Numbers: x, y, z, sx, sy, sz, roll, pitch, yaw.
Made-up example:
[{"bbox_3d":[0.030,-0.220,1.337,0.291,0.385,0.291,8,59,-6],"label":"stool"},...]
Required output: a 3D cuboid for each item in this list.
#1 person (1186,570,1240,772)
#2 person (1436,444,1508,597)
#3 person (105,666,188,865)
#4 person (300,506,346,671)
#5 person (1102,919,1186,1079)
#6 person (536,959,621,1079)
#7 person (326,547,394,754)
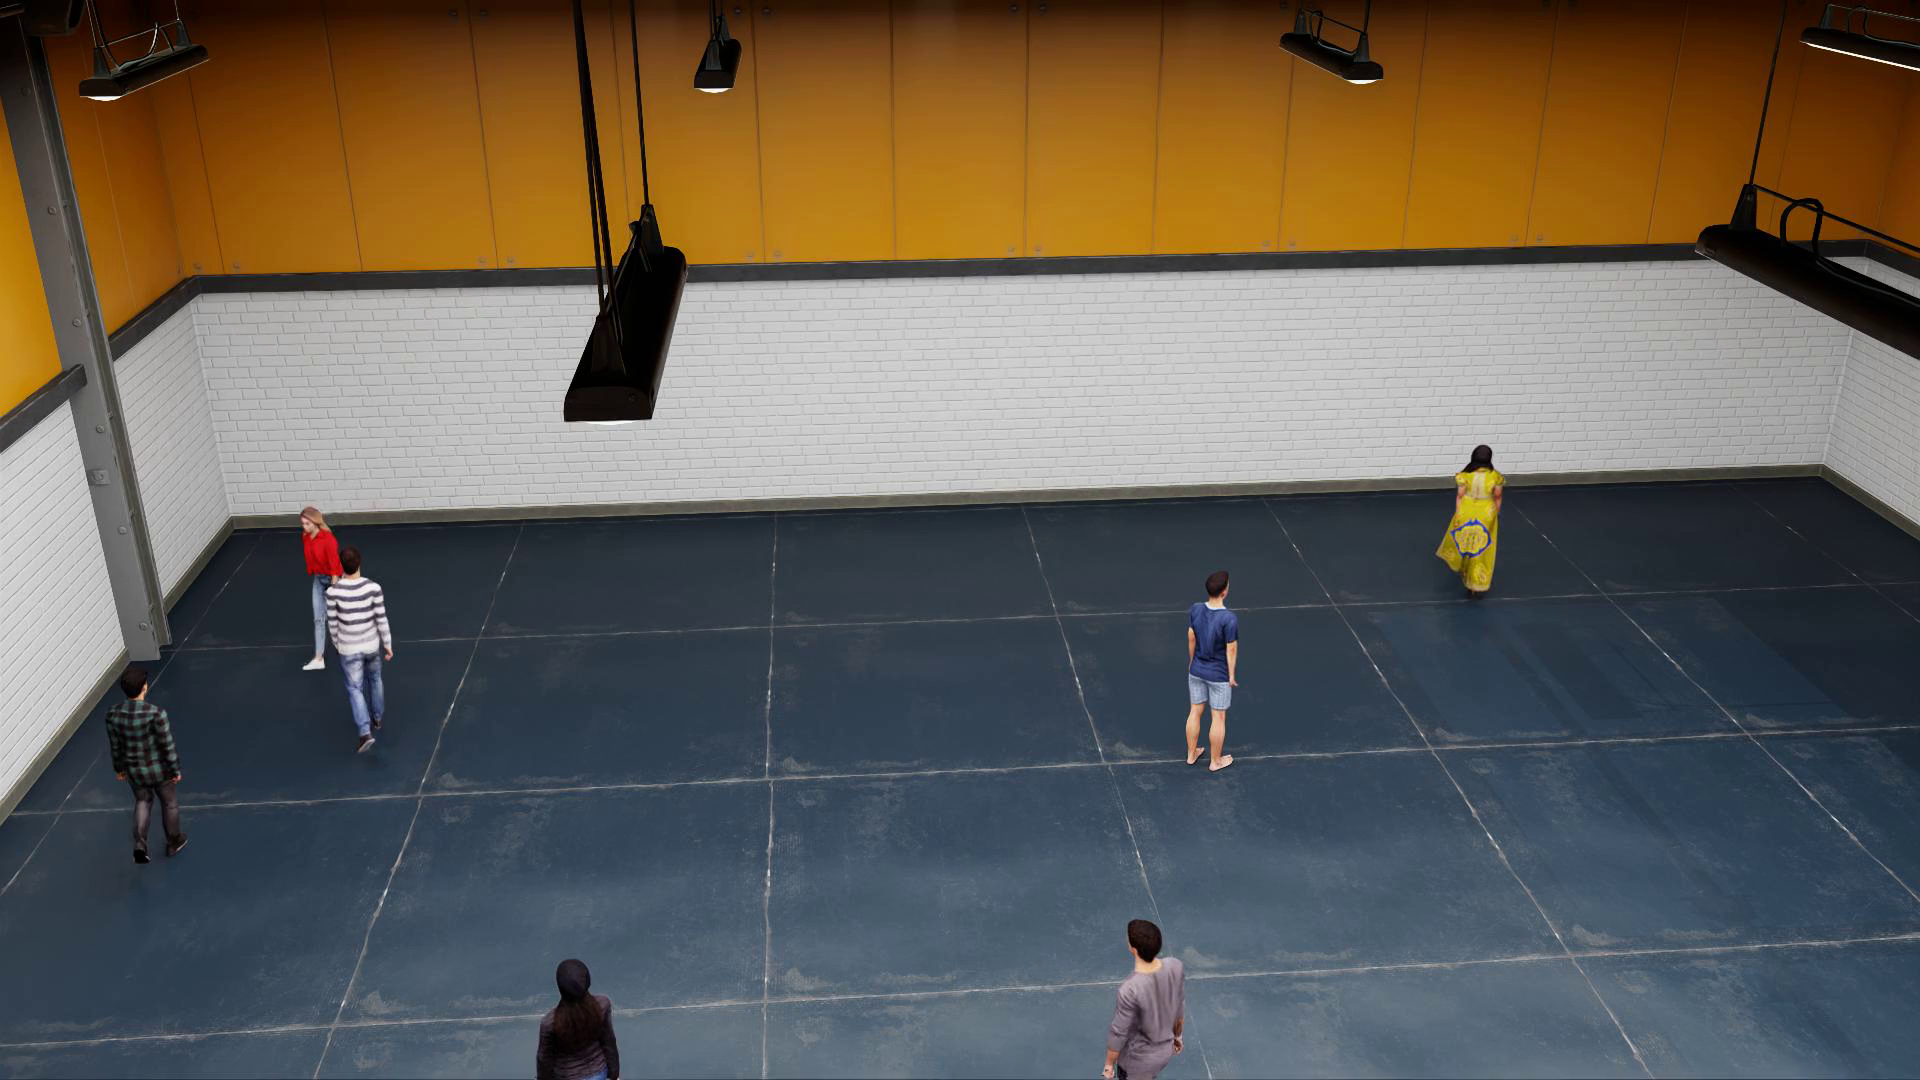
[{"bbox_3d":[2.188,1.136,14.507,0.702,1.847,0.754,17,29,34],"label":"person"},{"bbox_3d":[5.533,-0.190,17.829,1.073,1.616,1.302,6,24,14],"label":"person"},{"bbox_3d":[-6.453,1.811,13.118,0.698,1.696,0.809,-1,24,-2],"label":"person"},{"bbox_3d":[-6.153,0.416,16.402,0.964,1.648,1.236,8,25,17],"label":"person"},{"bbox_3d":[1.177,3.115,9.993,0.814,1.836,0.834,-18,29,-35],"label":"person"},{"bbox_3d":[-2.196,3.271,9.803,1.045,1.703,1.229,-18,29,-35],"label":"person"},{"bbox_3d":[-5.354,1.002,14.858,0.911,1.810,1.201,-13,27,-27],"label":"person"}]
